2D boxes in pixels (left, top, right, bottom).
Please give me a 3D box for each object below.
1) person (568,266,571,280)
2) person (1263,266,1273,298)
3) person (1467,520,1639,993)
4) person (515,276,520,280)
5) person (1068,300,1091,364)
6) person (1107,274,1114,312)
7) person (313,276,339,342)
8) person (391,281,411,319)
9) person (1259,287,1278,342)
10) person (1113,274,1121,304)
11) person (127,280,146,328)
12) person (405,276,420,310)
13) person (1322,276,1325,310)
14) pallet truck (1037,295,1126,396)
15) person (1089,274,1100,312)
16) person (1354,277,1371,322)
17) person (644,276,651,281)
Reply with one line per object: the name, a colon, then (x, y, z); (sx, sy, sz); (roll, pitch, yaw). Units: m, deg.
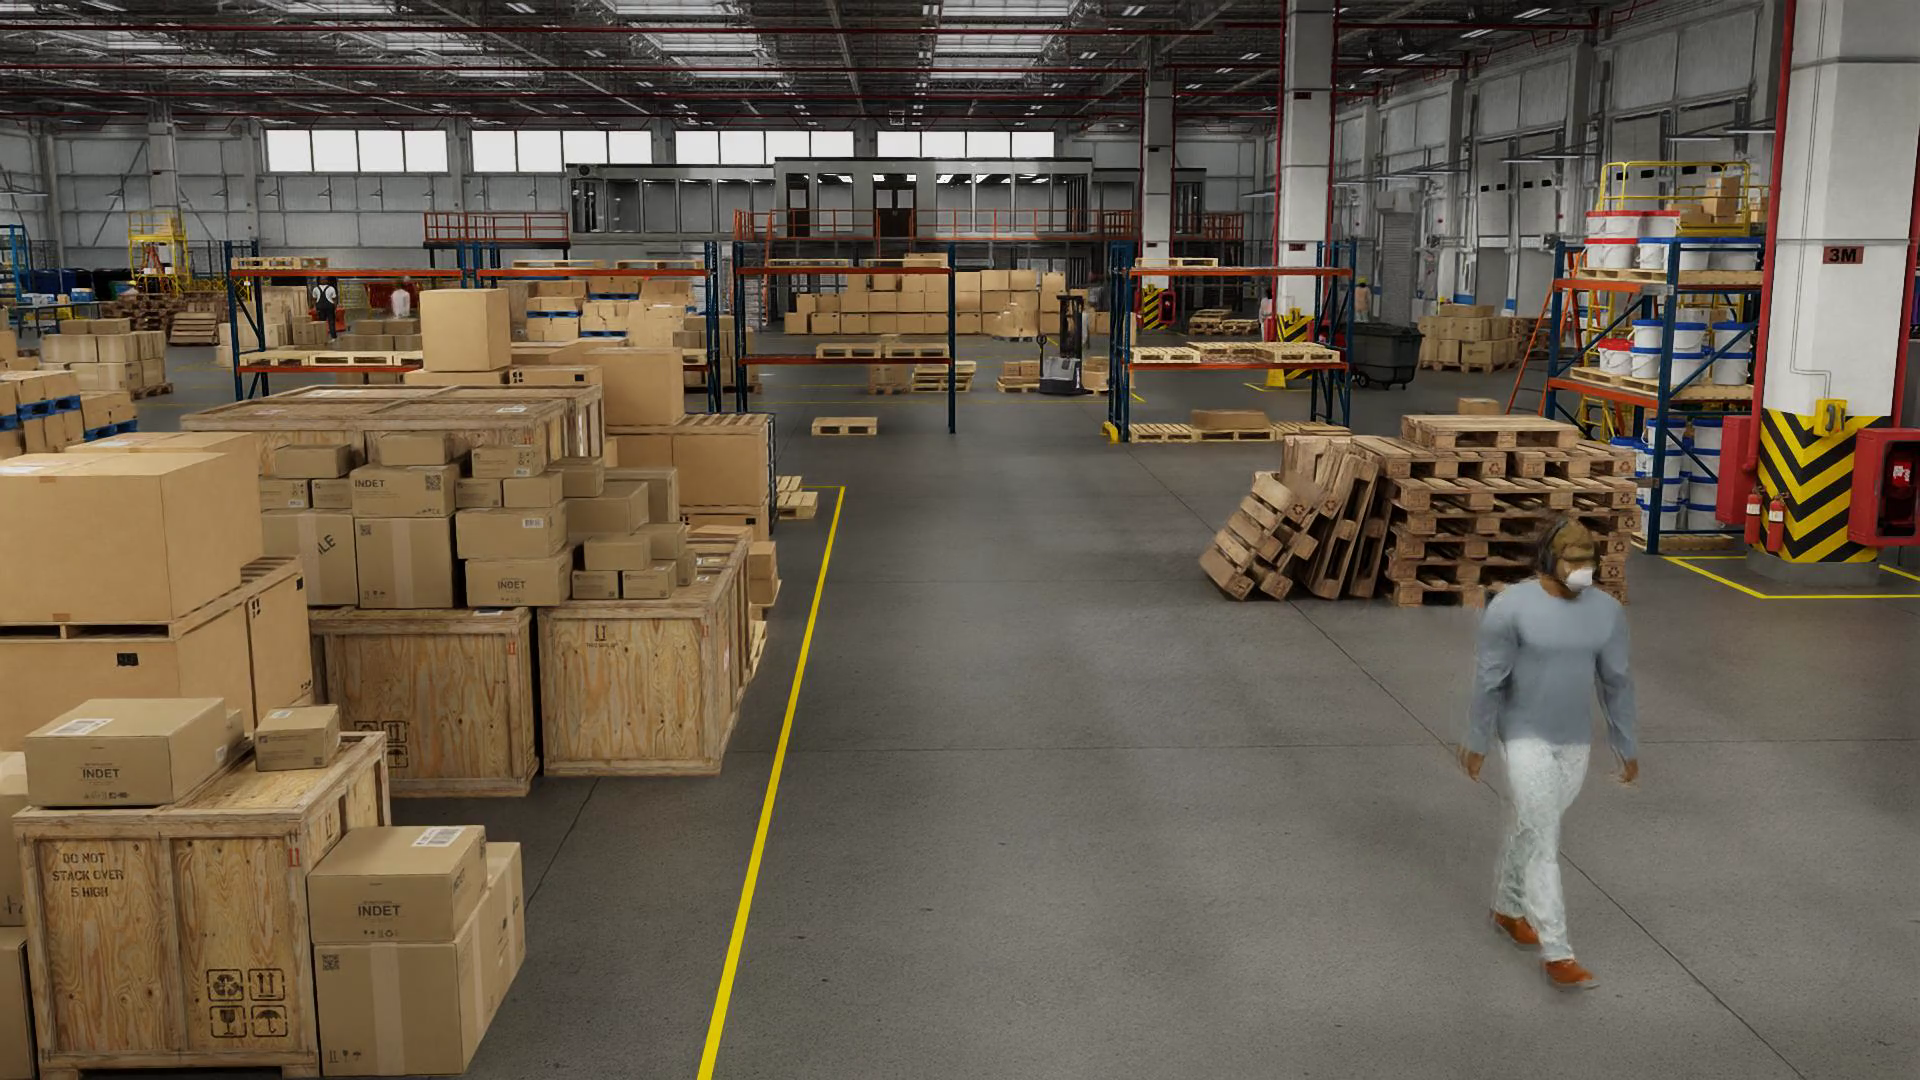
person: (-17.848, -11.610, 76.339); (0.585, 1.919, 0.374); (-9, 14, -42)
person: (14.451, -11.903, 78.018); (0.415, 1.910, 0.655); (-4, 11, -22)
person: (2.500, 0.874, 6.828); (0.664, 1.897, 0.945); (-3, 11, -15)
person: (-16.745, -9.208, 62.986); (0.544, 1.902, 0.760); (-3, 11, -18)
person: (2.425, -4.174, 35.144); (0.861, 1.834, 0.499); (10, 14, 43)
person: (5.949, -9.691, 66.074); (0.525, 1.769, 0.314); (-7, 12, -33)
person: (-19.285, -7.059, 50.643); (0.689, 2.000, 0.537); (0, 10, -3)
person: (-16.370, -6.637, 48.656); (0.634, 1.917, 0.819); (4, 11, 21)
person: (8.142, -5.731, 43.804); (0.633, 1.843, 0.429); (8, 13, 37)
person: (6.190, -9.517, 64.903); (0.430, 1.841, 0.624); (-8, 13, -37)
person: (-27.343, -7.738, 55.231); (0.552, 1.738, 0.713); (2, 10, 12)
person: (-24.254, -11.049, 73.477); (1.012, 1.822, 0.578); (-7, 13, -36)
person: (12.247, -8.203, 57.210); (0.836, 1.963, 0.653); (5, 11, 25)
pallet truck: (2.483, -3.881, 33.060); (1.885, 1.965, 0.823); (-7, 13, -36)
person: (4.616, -8.353, 58.187); (0.653, 1.914, 0.572); (-6, 12, -29)
person: (12.676, -7.321, 52.482); (0.585, 1.911, 0.428); (5, 11, 25)
person: (-10.508, -8.068, 56.452); (0.689, 1.987, 0.994); (-3, 11, -16)
